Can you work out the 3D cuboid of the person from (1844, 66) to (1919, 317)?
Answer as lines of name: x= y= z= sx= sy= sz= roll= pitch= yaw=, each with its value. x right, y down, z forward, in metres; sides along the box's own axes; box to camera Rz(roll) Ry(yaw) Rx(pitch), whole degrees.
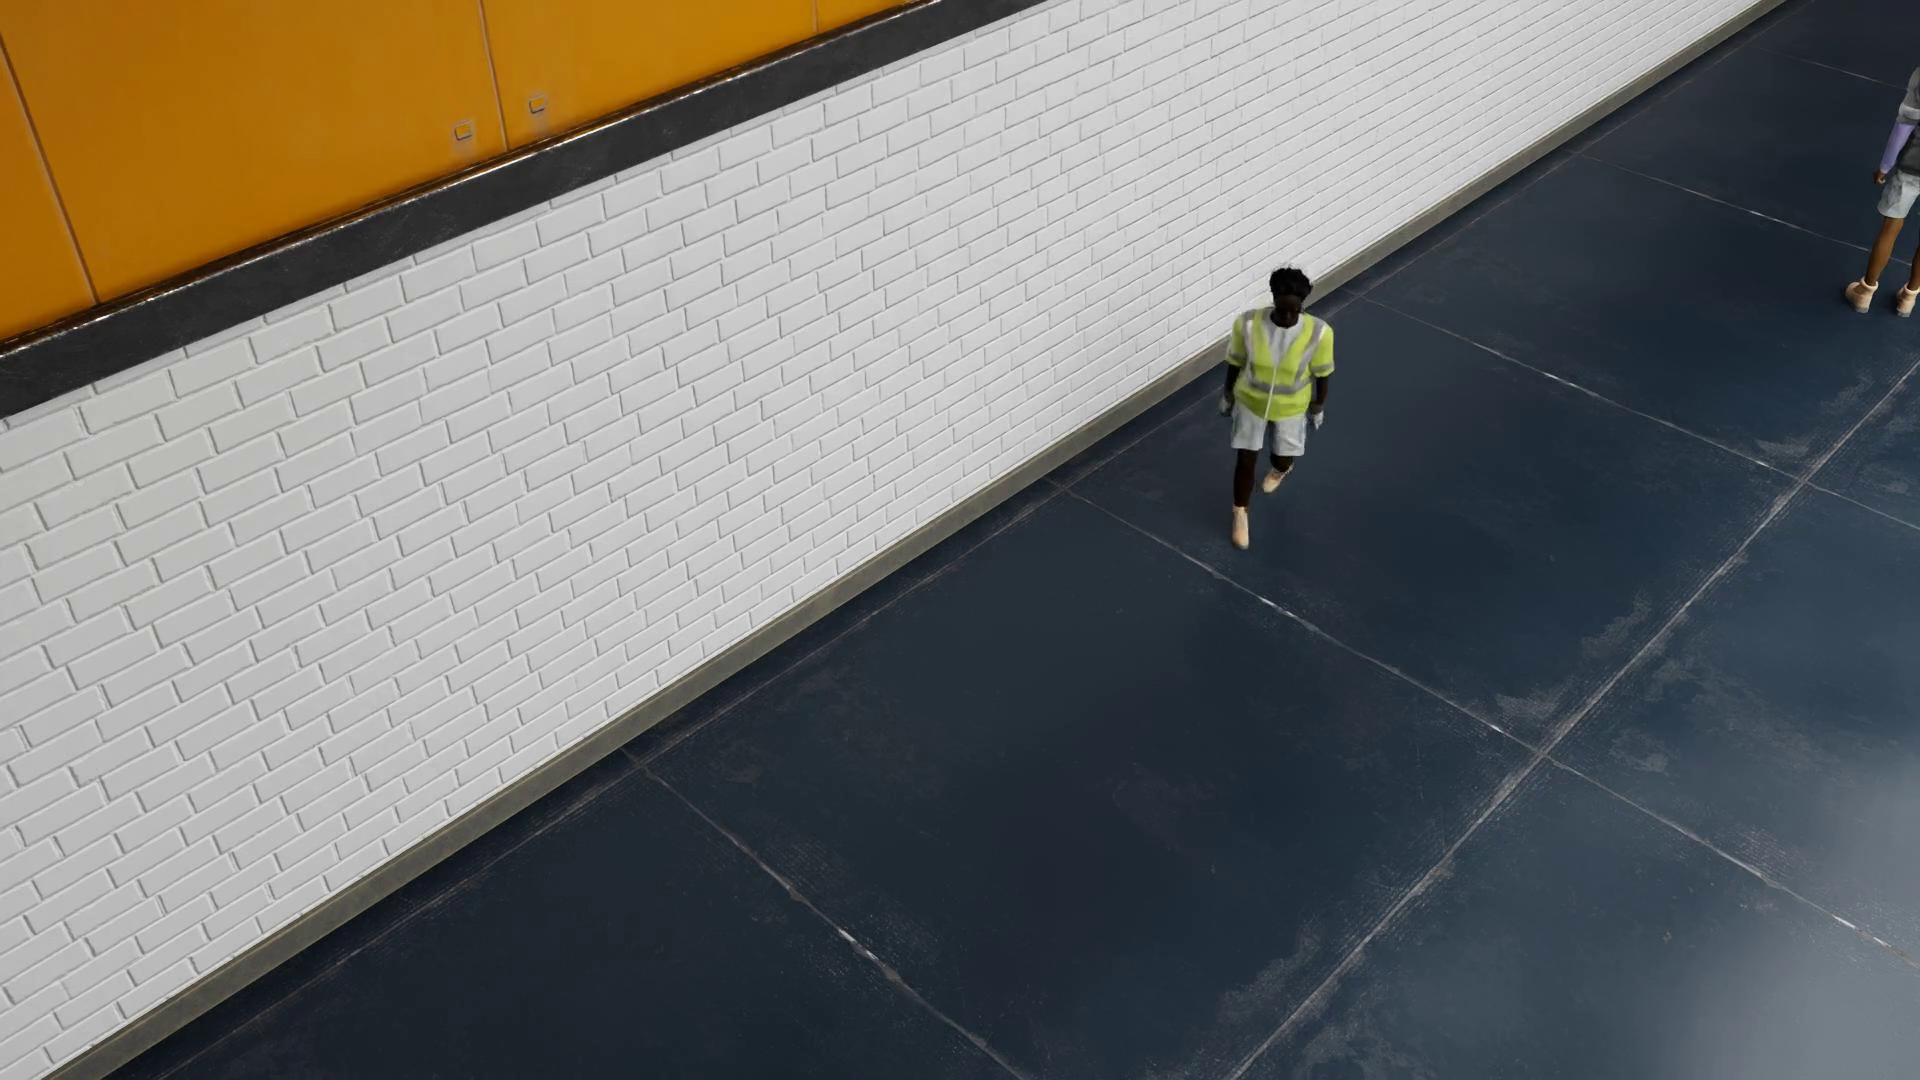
person: x=6.113 y=-2.373 z=10.469 sx=0.613 sy=2.040 sz=0.389 roll=10 pitch=40 yaw=13

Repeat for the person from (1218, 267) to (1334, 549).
person: x=1.655 y=-0.764 z=8.744 sx=0.561 sy=1.671 sz=0.555 roll=9 pitch=40 yaw=11
